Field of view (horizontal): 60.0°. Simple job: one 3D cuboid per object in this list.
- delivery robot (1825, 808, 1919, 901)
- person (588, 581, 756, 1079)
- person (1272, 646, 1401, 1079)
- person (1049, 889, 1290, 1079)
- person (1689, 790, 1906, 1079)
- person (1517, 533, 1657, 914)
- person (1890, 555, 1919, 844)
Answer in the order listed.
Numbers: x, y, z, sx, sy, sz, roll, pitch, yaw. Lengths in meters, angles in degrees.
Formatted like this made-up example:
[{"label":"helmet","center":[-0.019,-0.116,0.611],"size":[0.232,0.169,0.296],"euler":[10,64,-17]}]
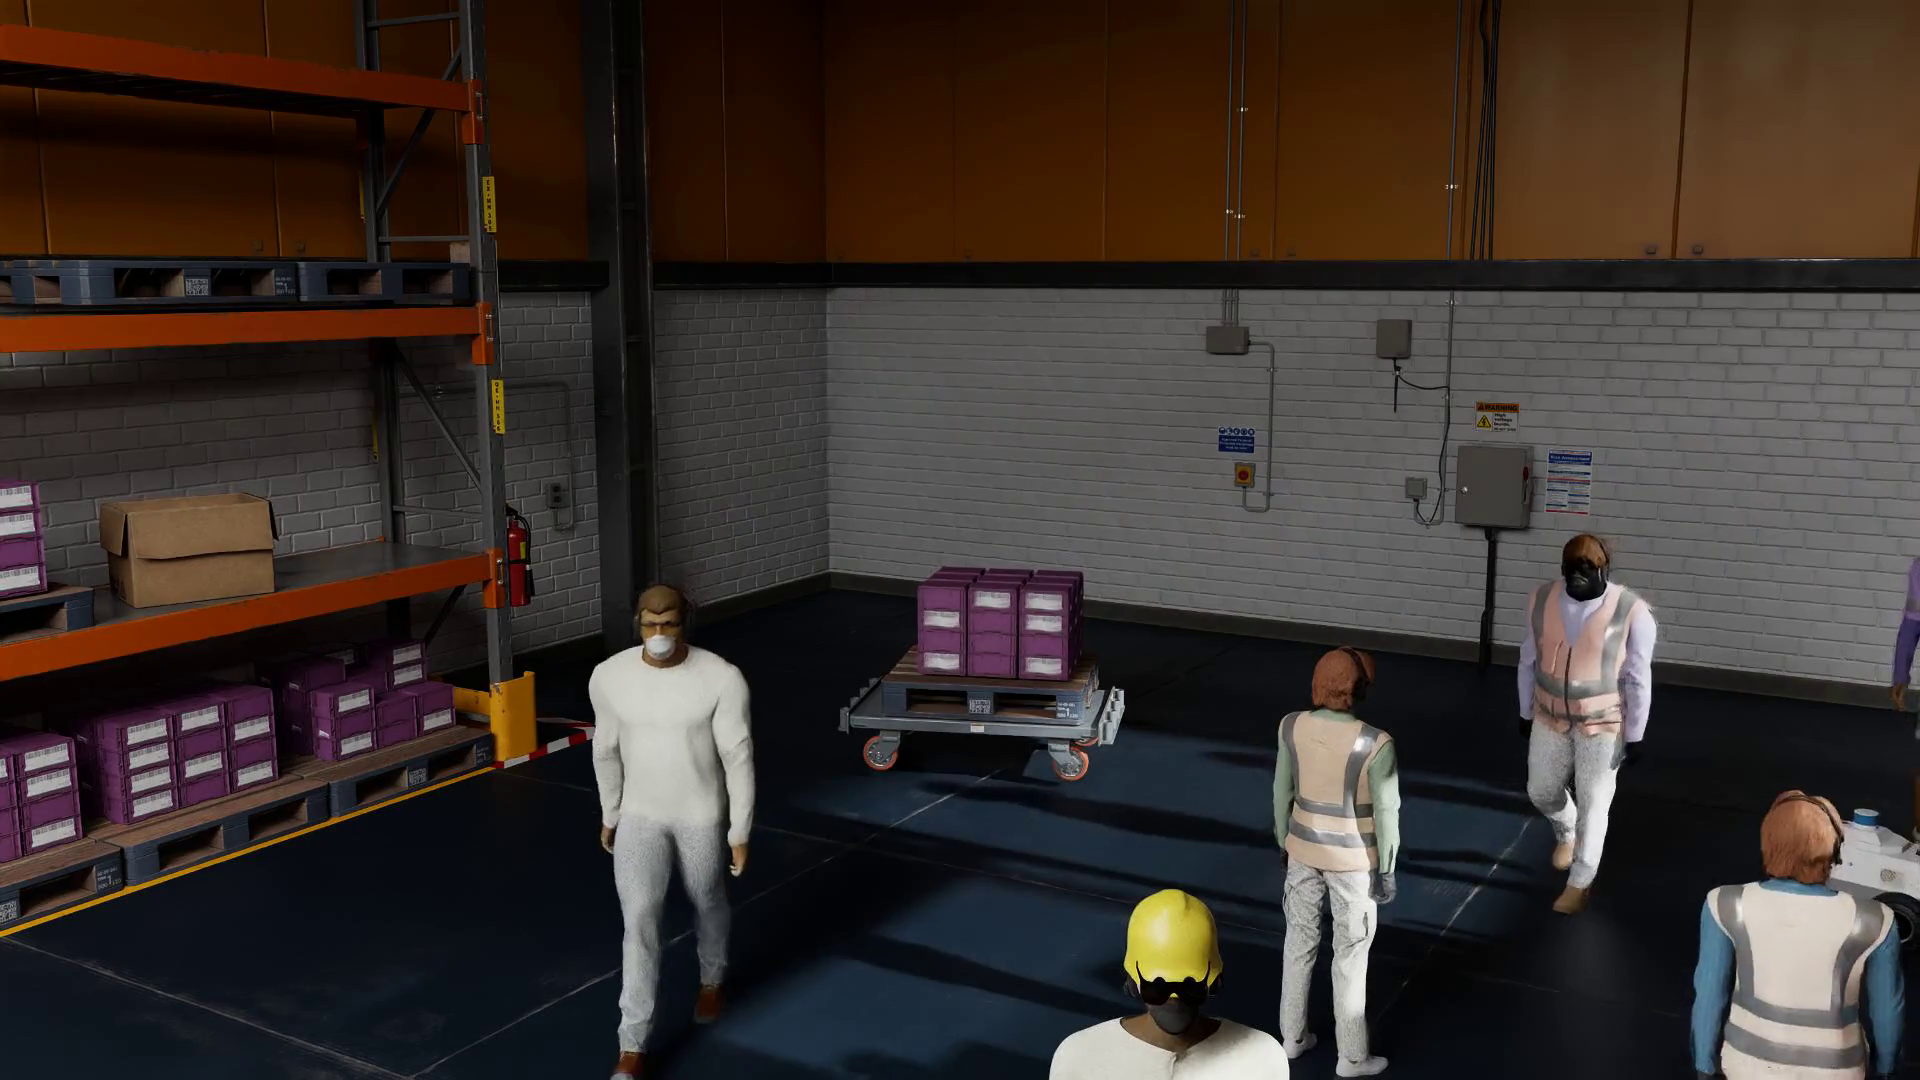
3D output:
[{"label":"delivery robot","center":[4.166,1.485,7.684],"size":[0.477,0.478,0.707],"euler":[-8,12,-43]},{"label":"person","center":[-1.101,1.078,6.417],"size":[0.654,1.880,1.045],"euler":[0,9,2]},{"label":"person","center":[1.415,1.215,6.294],"size":[0.523,1.636,0.310],"euler":[9,13,43]},{"label":"person","center":[0.442,1.589,3.561],"size":[0.533,1.767,0.327],"euler":[-1,9,-3]},{"label":"person","center":[2.318,1.500,4.646],"size":[0.524,1.596,0.868],"euler":[6,11,33]},{"label":"person","center":[2.999,0.852,7.983],"size":[0.648,1.823,0.552],"euler":[8,12,40]},{"label":"person","center":[5.048,0.694,8.334],"size":[0.481,2.025,0.718],"euler":[-8,12,-41]}]
